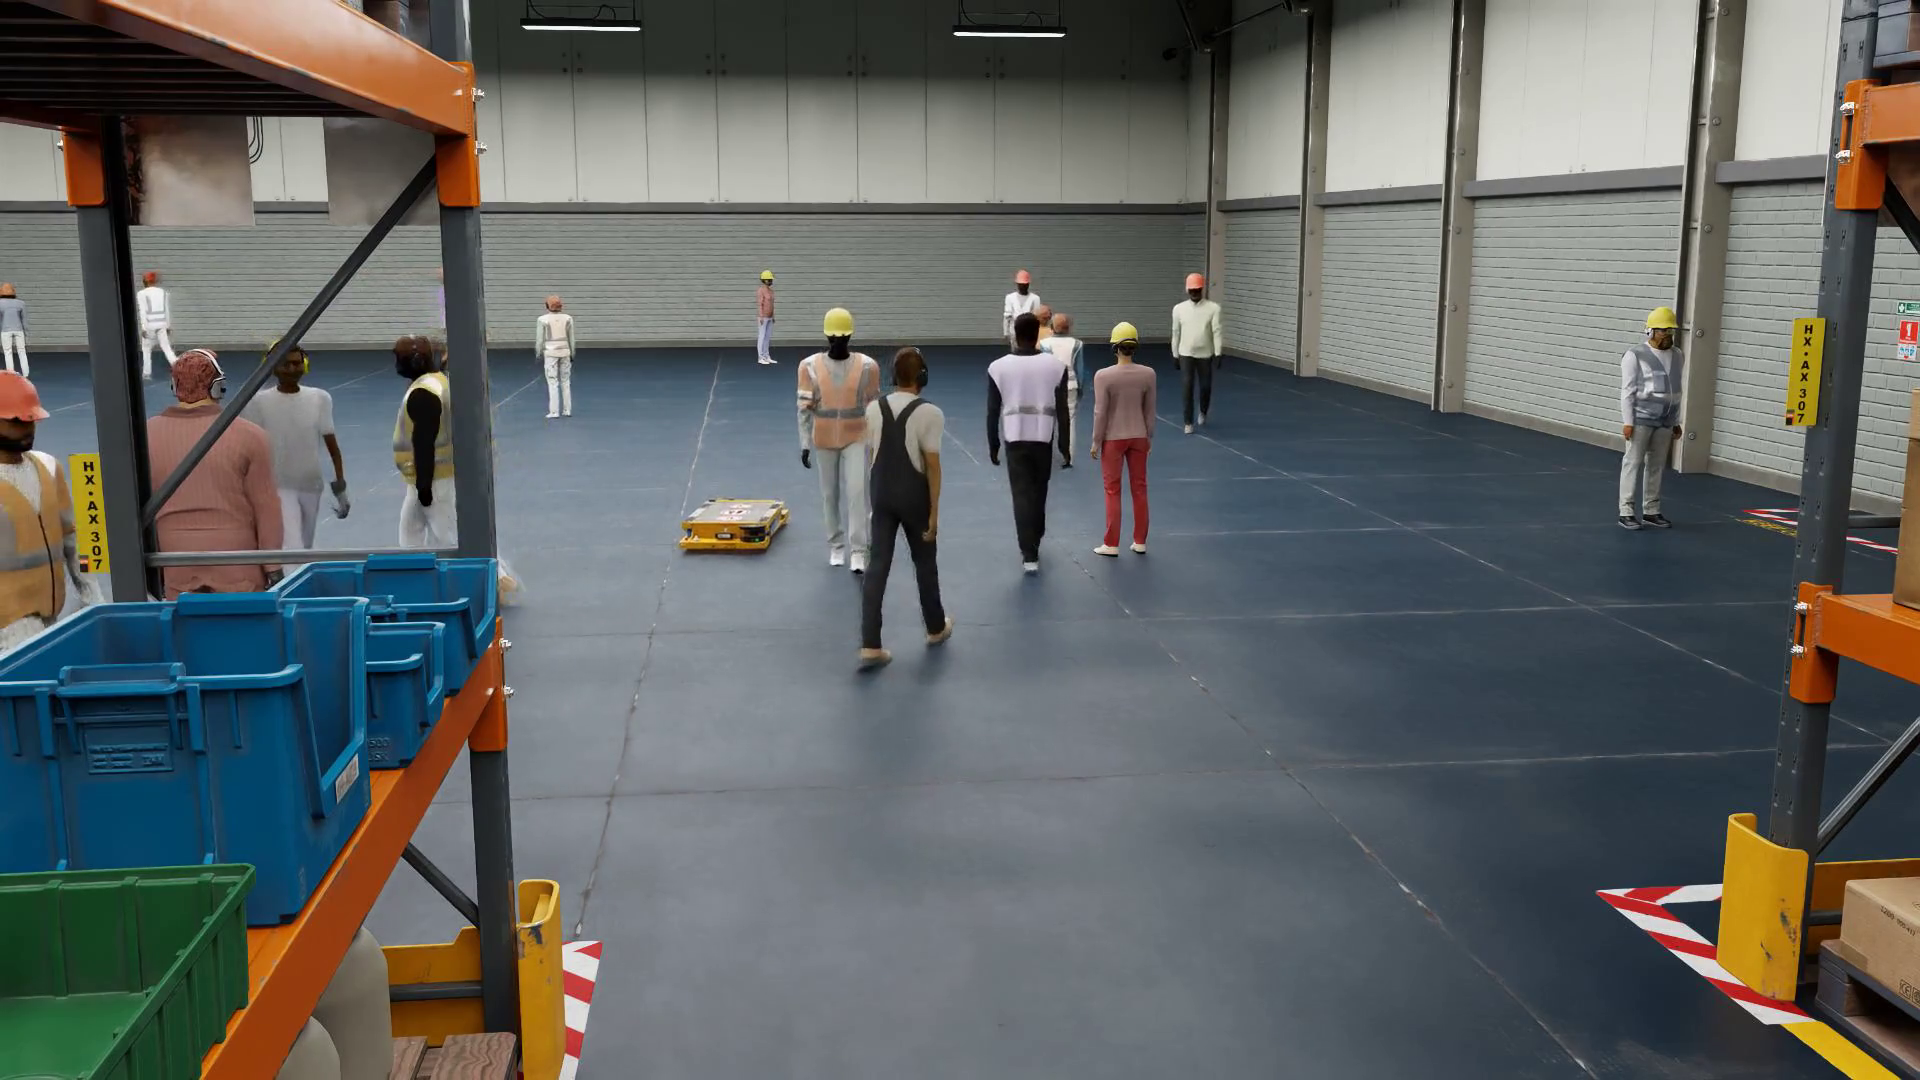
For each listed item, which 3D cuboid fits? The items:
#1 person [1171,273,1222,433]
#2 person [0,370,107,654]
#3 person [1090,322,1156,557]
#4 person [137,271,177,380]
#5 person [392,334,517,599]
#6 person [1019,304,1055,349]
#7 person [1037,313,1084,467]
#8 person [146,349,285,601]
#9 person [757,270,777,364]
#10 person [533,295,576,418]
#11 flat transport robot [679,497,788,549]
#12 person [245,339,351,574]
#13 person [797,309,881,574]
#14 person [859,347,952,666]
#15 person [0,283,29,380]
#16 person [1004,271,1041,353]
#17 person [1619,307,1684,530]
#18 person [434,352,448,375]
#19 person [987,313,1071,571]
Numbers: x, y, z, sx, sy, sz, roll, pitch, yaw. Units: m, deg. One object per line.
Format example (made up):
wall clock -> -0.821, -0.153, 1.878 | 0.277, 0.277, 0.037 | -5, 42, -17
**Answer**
person -> 2.917, -2.317, 20.561 | 0.622, 1.971, 0.682 | 1, 10, 8
person -> -3.777, 0.259, 6.684 | 0.986, 1.895, 0.566 | 2, 10, 10
person -> 1.228, -0.754, 12.560 | 0.533, 1.768, 0.310 | -4, 11, -23
person -> -13.553, -3.618, 28.059 | 0.930, 1.850, 0.580 | 5, 12, 27
person -> -3.366, -0.438, 10.780 | 0.916, 1.799, 0.639 | -2, 10, -9
person -> 0.939, -1.924, 19.336 | 0.530, 1.623, 0.549 | 0, 10, 1
person -> 1.048, -1.595, 17.630 | 0.551, 1.592, 0.860 | -2, 10, -9
person -> -3.371, 0.094, 7.525 | 0.641, 1.909, 0.409 | -1, 10, -4
person -> -3.666, -4.223, 31.577 | 0.318, 1.769, 0.522 | 4, 11, 22
person -> -5.402, -2.434, 22.164 | 0.576, 1.630, 0.420 | -8, 13, -36
flat transport robot -> -1.791, -0.142, 13.306 | 0.652, 0.197, 1.431 | 0, 10, 2
person -> -3.995, -0.313, 10.021 | 0.532, 1.822, 1.010 | -8, 13, -37
person -> -0.862, -0.694, 11.881 | 0.594, 1.884, 0.908 | 0, 10, -1
person -> -0.321, -0.198, 9.493 | 0.499, 1.793, 0.981 | 4, 11, 20
person -> -15.767, -3.441, 27.651 | 0.508, 1.632, 0.264 | -10, 14, -42
person -> 0.968, -3.210, 25.723 | 0.545, 1.889, 1.033 | 2, 10, 9
person -> 5.725, -1.003, 13.736 | 0.587, 1.835, 0.404 | -3, 11, -18
person -> -8.660, -3.735, 28.546 | 0.879, 1.912, 0.552 | -8, 13, -38
person -> 0.502, -0.727, 12.181 | 0.605, 1.856, 1.047 | 0, 10, -2
